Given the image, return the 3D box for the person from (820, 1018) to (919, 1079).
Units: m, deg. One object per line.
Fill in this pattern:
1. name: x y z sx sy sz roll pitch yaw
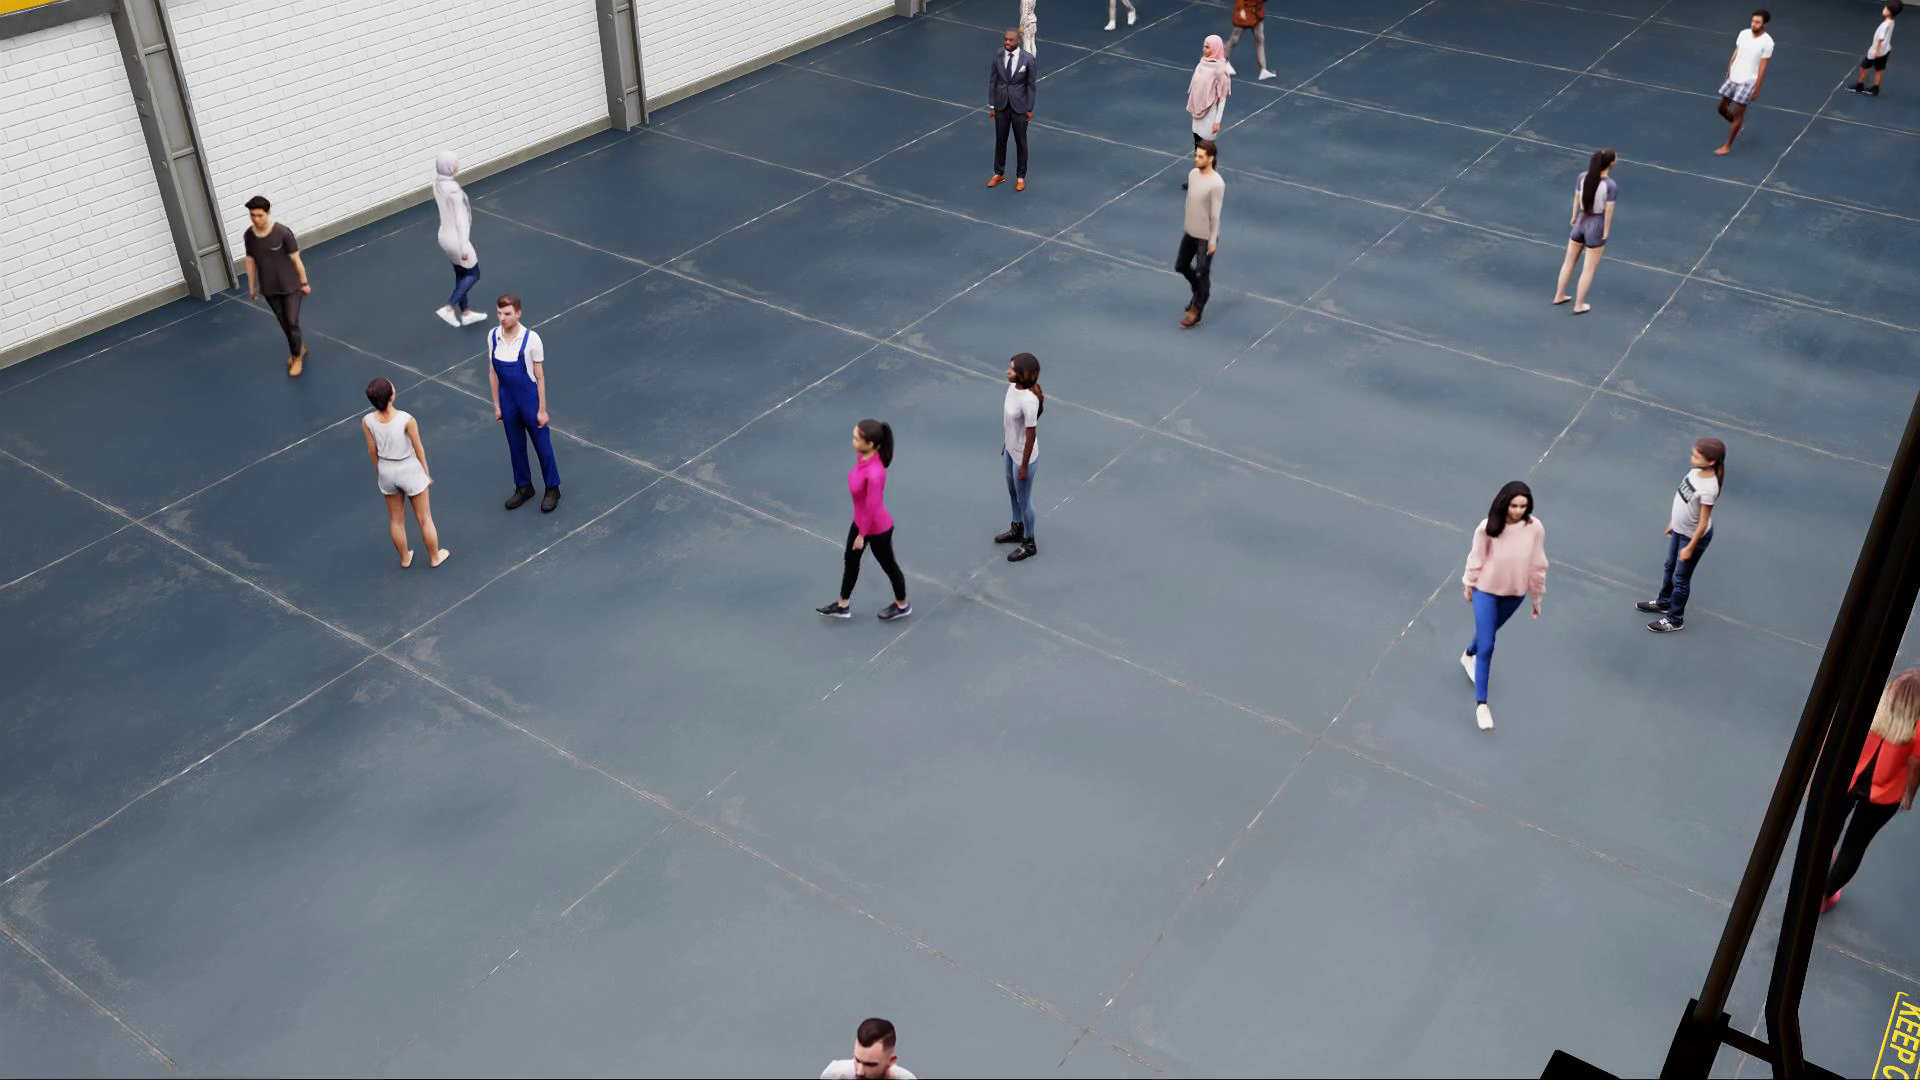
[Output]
1. person: -0.370 2.773 7.341 0.745 1.841 0.679 10 35 15

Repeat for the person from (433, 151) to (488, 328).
1. person: -4.869 -2.805 15.805 0.731 1.761 0.831 29 43 36

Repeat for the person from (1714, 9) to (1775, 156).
1. person: 9.424 -5.494 19.884 0.900 1.723 0.824 -17 37 -24

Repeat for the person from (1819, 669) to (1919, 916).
1. person: 5.112 1.465 9.459 0.680 1.674 0.817 29 43 36

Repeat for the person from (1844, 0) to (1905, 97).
1. person: 12.077 -6.413 21.697 0.604 1.247 0.617 -27 42 -34

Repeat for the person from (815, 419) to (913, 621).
1. person: -0.525 -0.122 11.842 1.019 1.679 0.926 -8 35 -12

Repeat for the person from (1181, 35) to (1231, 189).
1. person: 2.786 -4.791 18.755 0.741 1.803 0.730 -16 37 -22

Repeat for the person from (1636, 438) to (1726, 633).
1. person: 5.199 -0.059 11.854 0.693 1.563 0.608 2 34 3

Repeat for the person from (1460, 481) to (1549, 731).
1. person: 3.587 0.327 11.135 1.056 1.714 1.214 0 34 0

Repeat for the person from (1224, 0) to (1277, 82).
1. person: 3.775 -7.039 22.153 1.179 1.786 1.063 -18 38 -26

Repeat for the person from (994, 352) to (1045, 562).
1. person: 0.457 -0.643 12.591 0.706 1.719 0.670 -10 35 -14

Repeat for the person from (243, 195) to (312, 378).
1. person: -6.203 -2.395 15.251 0.842 1.692 0.926 4 34 6

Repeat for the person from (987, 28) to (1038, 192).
1. person: 0.585 -4.923 18.935 0.763 1.824 0.702 10 35 15

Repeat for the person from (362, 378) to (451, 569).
1. person: -4.192 -0.494 12.473 0.669 1.601 0.707 1 34 1

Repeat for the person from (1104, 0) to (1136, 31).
1. person: 2.372 -8.143 24.165 0.527 1.397 0.830 24 40 31

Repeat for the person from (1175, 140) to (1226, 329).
1. person: 2.371 -2.945 15.930 0.812 1.857 0.756 -24 40 -31

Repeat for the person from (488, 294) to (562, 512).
1. person: -3.461 -1.101 13.164 0.705 1.847 0.695 7 34 10

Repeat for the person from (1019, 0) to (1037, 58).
1. person: 0.925 -6.991 22.508 0.627 1.311 0.492 15 36 21

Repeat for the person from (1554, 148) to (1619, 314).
1. person: 6.139 -3.028 16.244 0.625 1.647 0.653 -21 39 -28
